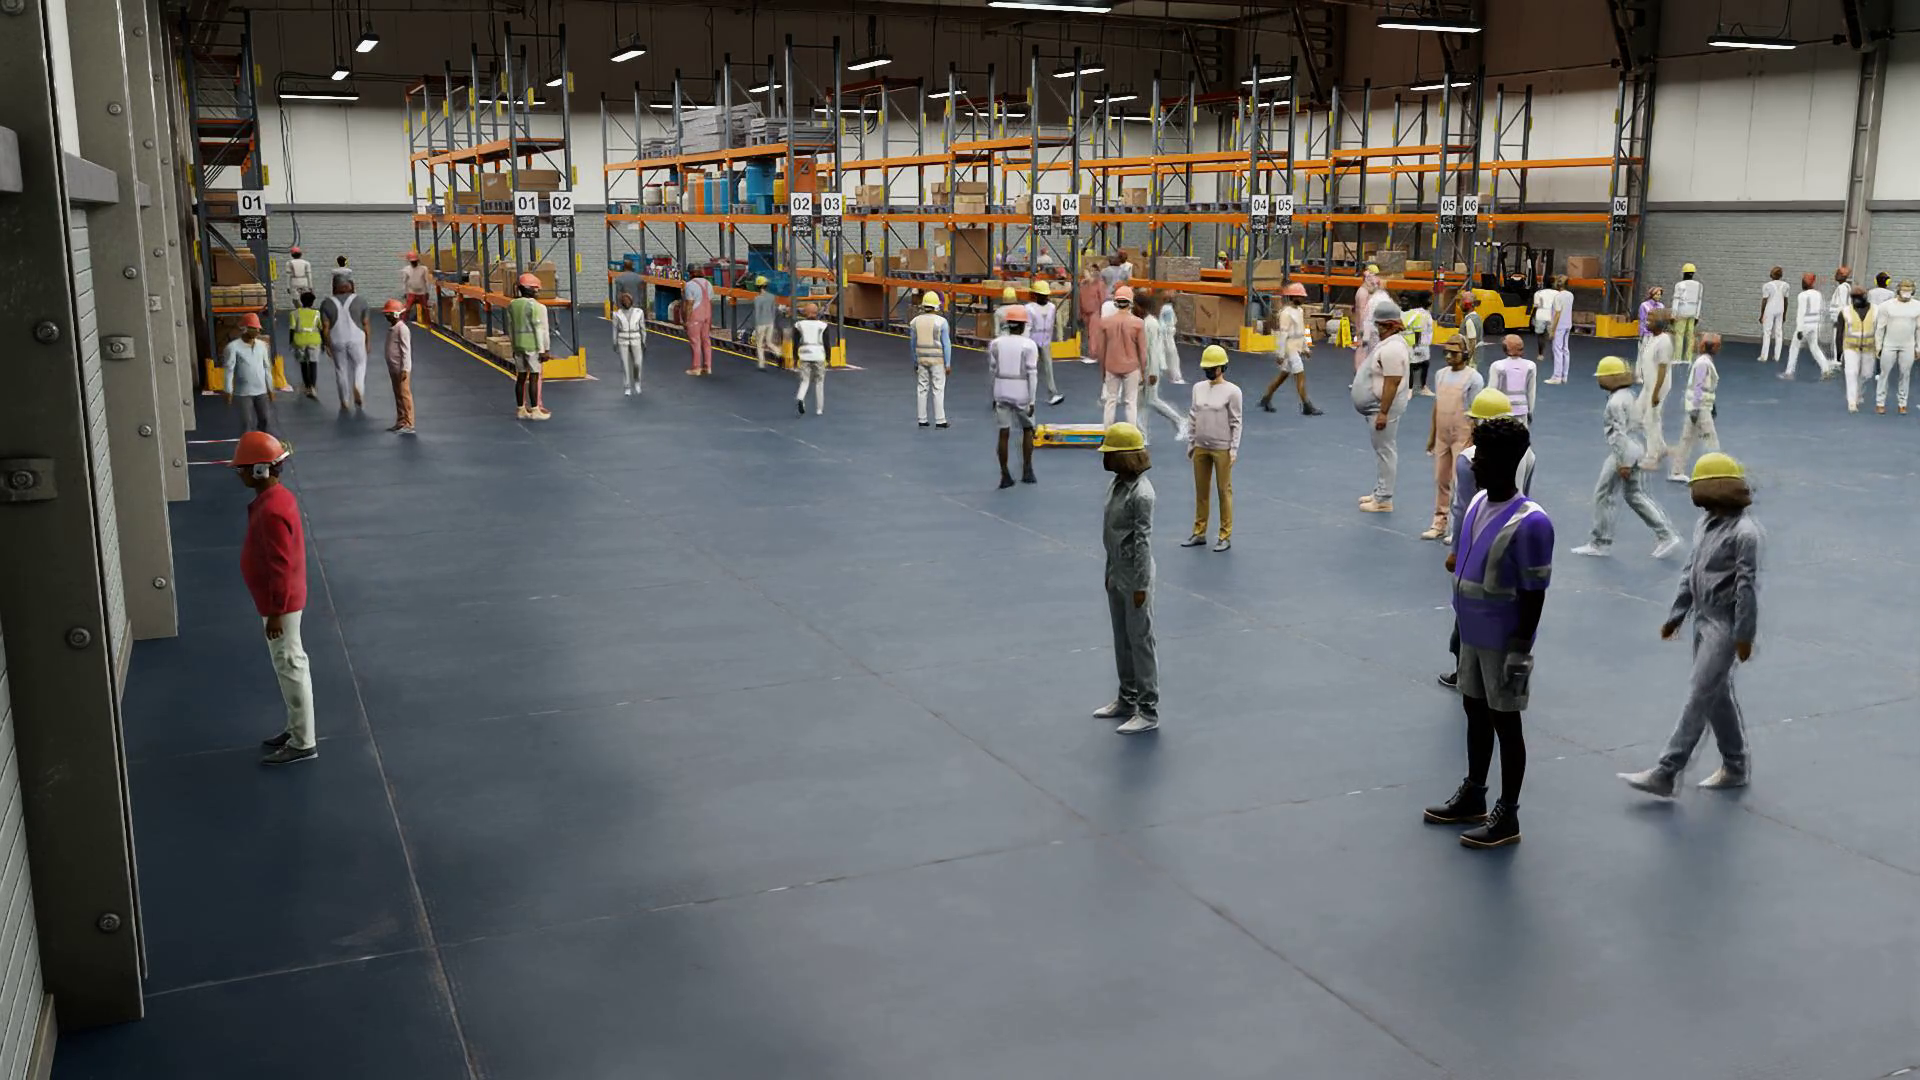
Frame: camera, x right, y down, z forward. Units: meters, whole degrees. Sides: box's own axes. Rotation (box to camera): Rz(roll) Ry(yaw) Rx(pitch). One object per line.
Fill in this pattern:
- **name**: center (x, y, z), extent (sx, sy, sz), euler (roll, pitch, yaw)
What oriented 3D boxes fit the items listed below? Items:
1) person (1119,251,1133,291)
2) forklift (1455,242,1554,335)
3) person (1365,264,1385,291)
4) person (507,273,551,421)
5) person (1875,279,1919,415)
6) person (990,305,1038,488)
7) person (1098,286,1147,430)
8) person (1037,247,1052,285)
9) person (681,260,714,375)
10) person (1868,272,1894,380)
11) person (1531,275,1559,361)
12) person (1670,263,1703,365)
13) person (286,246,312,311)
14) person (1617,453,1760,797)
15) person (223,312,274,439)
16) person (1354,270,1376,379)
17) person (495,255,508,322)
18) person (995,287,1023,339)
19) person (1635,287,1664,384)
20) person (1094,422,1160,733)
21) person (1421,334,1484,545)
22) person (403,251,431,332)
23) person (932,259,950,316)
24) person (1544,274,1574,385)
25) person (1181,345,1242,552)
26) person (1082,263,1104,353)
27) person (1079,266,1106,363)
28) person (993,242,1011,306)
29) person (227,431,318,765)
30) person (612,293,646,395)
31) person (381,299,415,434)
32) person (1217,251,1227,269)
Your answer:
- **person**: center (4.257, -6.636, 43.653), extent (0.585, 1.882, 0.337), euler (-2, 11, -8)
- **forklift**: center (13.047, -6.049, 39.881), extent (2.313, 2.155, 1.214), euler (-5, 12, -23)
- **person**: center (7.870, -4.281, 31.642), extent (0.586, 1.909, 0.616), euler (-9, 14, -38)
- **person**: center (-5.999, -2.678, 23.140), extent (0.610, 2.040, 0.394), euler (7, 13, 33)
- **person**: center (13.465, -2.764, 23.858), extent (0.627, 1.933, 0.373), euler (5, 12, 22)
- **person**: center (0.582, -1.516, 17.560), extent (0.556, 1.912, 0.655), euler (4, 12, 18)
- **person**: center (1.986, -2.091, 20.306), extent (0.613, 1.984, 0.398), euler (4, 12, 20)
- **person**: center (2.434, -7.625, 48.718), extent (0.670, 1.870, 0.485), euler (7, 13, 32)
- **person**: center (-4.732, -3.966, 29.688), extent (0.535, 2.000, 0.684), euler (7, 13, 31)
- **person**: center (15.927, -3.709, 28.856), extent (0.339, 1.856, 0.529), euler (-7, 13, -32)
- **person**: center (11.402, -4.309, 32.331), extent (0.540, 1.684, 0.402), euler (0, 11, 2)
- **person**: center (13.825, -4.296, 31.690), extent (0.586, 1.921, 0.386), euler (-3, 11, -13)
- **person**: center (-17.250, -6.663, 43.452), extent (0.632, 2.027, 0.610), euler (-8, 14, -35)
- **person**: center (3.625, 0.432, 8.208), extent (0.802, 1.695, 0.505), euler (-1, 11, -3)
- **person**: center (-8.159, -1.721, 19.021), extent (0.465, 1.753, 0.734), euler (6, 13, 27)
- **person**: center (6.925, -3.629, 28.320), extent (0.401, 1.906, 0.650), euler (4, 12, 19)
- **person**: center (-12.160, -6.676, 44.158), extent (0.317, 1.769, 0.522), euler (-6, 12, -26)
- **person**: center (0.783, -3.095, 26.039), extent (0.506, 1.725, 0.411), euler (4, 12, 18)
- **person**: center (11.706, -3.469, 28.208), extent (0.514, 1.634, 0.313), euler (-4, 12, -20)
- **person**: center (0.921, 0.203, 9.289), extent (0.340, 1.736, 0.482), euler (-4, 12, -18)
- **person**: center (4.311, -0.874, 14.507), extent (0.335, 1.838, 0.512), euler (-6, 13, -28)
- **person**: center (-13.162, -5.999, 40.242), extent (0.699, 1.961, 0.512), euler (-2, 11, -11)
- **person**: center (-0.608, -7.087, 46.418), extent (0.672, 1.700, 0.608), euler (-1, 11, -7)
- **person**: center (10.107, -3.540, 28.021), extent (0.506, 1.847, 0.346), euler (-10, 15, -40)
- **person**: center (2.159, -0.785, 14.227), extent (0.523, 1.767, 0.318), euler (10, 15, 43)
- **person**: center (2.749, -4.802, 34.426), extent (0.511, 1.847, 0.486), euler (-3, 11, -13)
- **person**: center (2.611, -4.362, 32.146), extent (0.757, 1.873, 0.675), euler (-9, 14, -37)
- **person**: center (1.240, -7.837, 49.399), extent (0.630, 2.024, 0.491), euler (-7, 13, -30)
- **person**: center (-3.610, 0.299, 8.740), extent (0.342, 1.749, 0.570), euler (-4, 12, -19)
- **person**: center (-5.236, -3.091, 26.307), extent (0.541, 1.620, 0.499), euler (-2, 11, -12)
- **person**: center (-7.380, -2.274, 21.818), extent (0.327, 1.752, 0.562), euler (-8, 14, -35)
- **person**: center (7.596, -7.510, 48.411), extent (0.336, 1.764, 0.532), euler (3, 11, 13)
